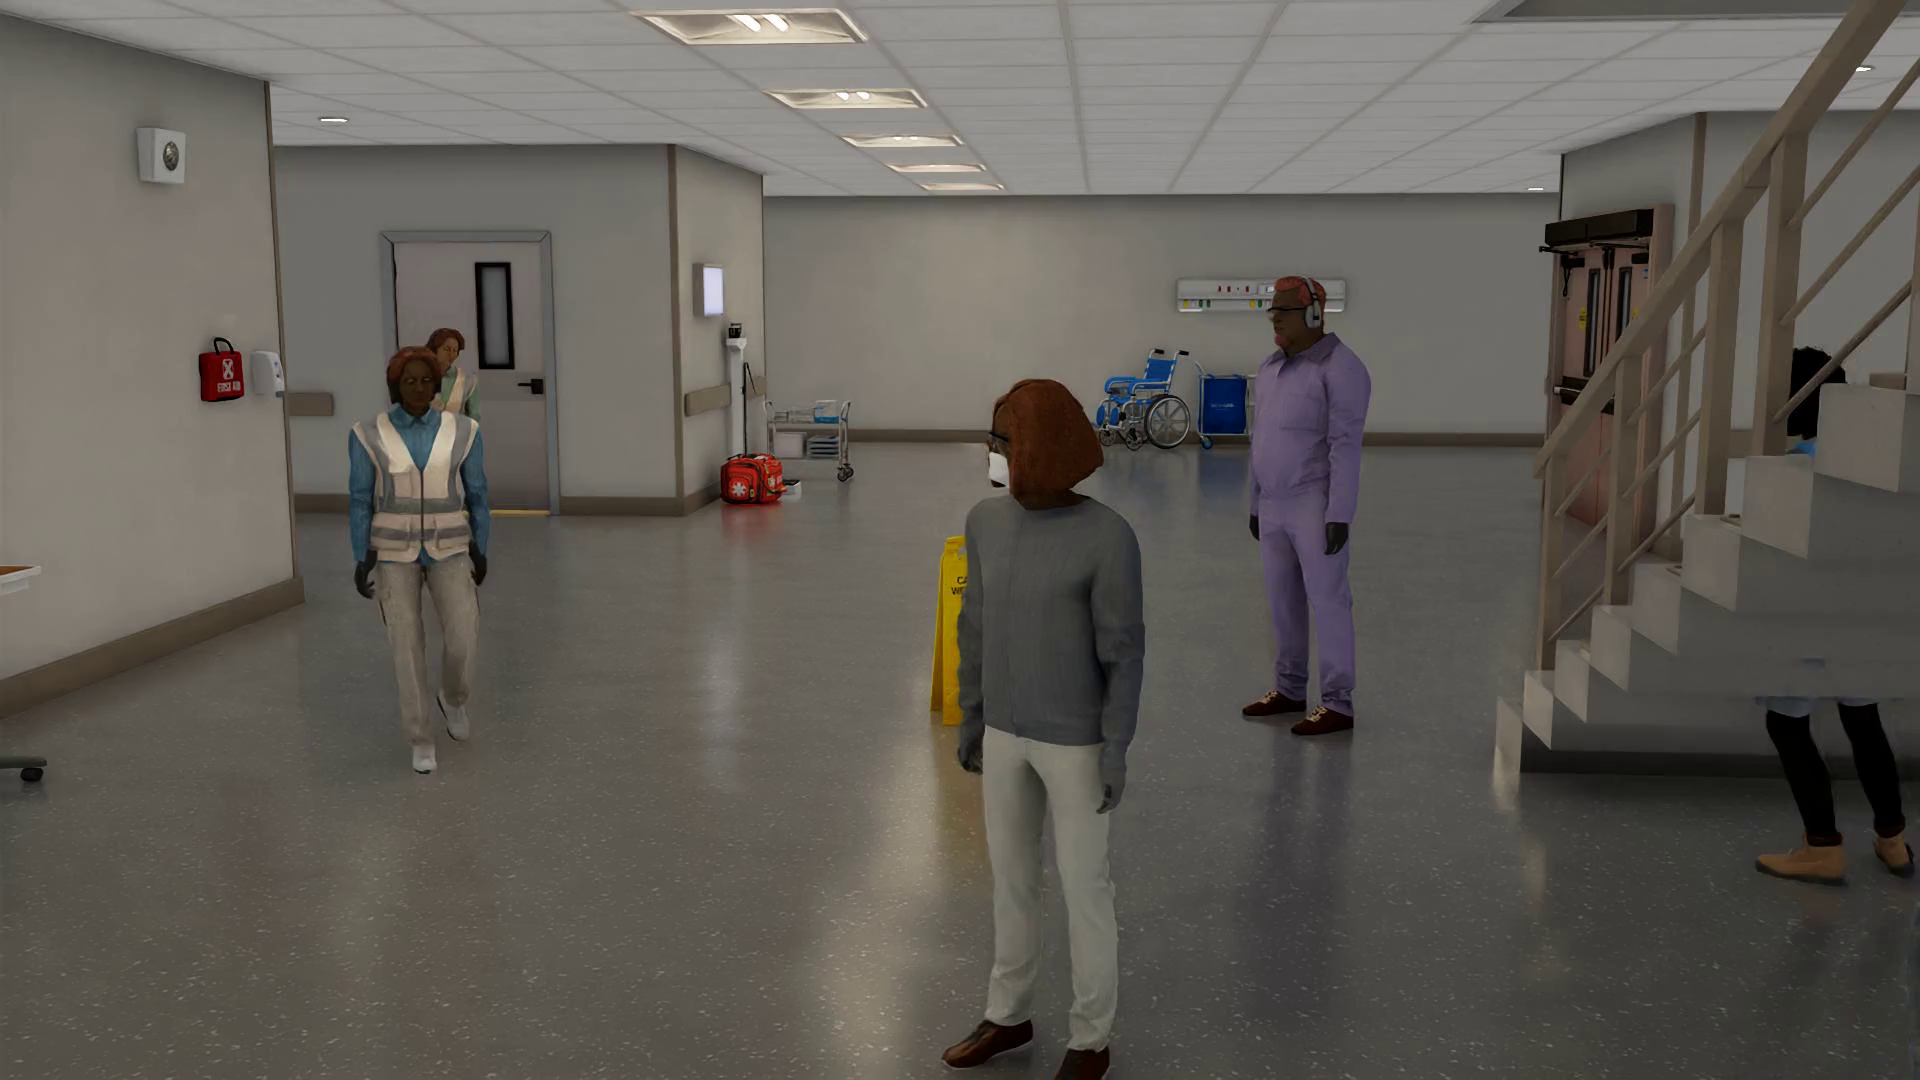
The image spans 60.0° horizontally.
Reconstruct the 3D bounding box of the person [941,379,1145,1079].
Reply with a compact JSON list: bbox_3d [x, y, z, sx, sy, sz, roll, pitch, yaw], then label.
[{"bbox_3d":[0.186,0.453,3.761,0.501,1.631,0.287,8,11,43],"label":"person"}]

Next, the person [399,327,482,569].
[{"bbox_3d":[-3.294,-0.531,10.497,0.538,1.612,0.457,-6,10,-35],"label":"person"}]

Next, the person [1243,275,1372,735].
[{"bbox_3d":[1.411,-0.147,6.969,0.397,1.899,0.644,-4,9,-26],"label":"person"}]

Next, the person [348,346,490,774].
[{"bbox_3d":[-2.068,0.070,6.386,0.523,1.627,0.395,-4,9,-23],"label":"person"}]

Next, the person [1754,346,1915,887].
[{"bbox_3d":[2.688,0.237,5.124,0.686,1.660,0.329,-3,9,-20],"label":"person"}]
